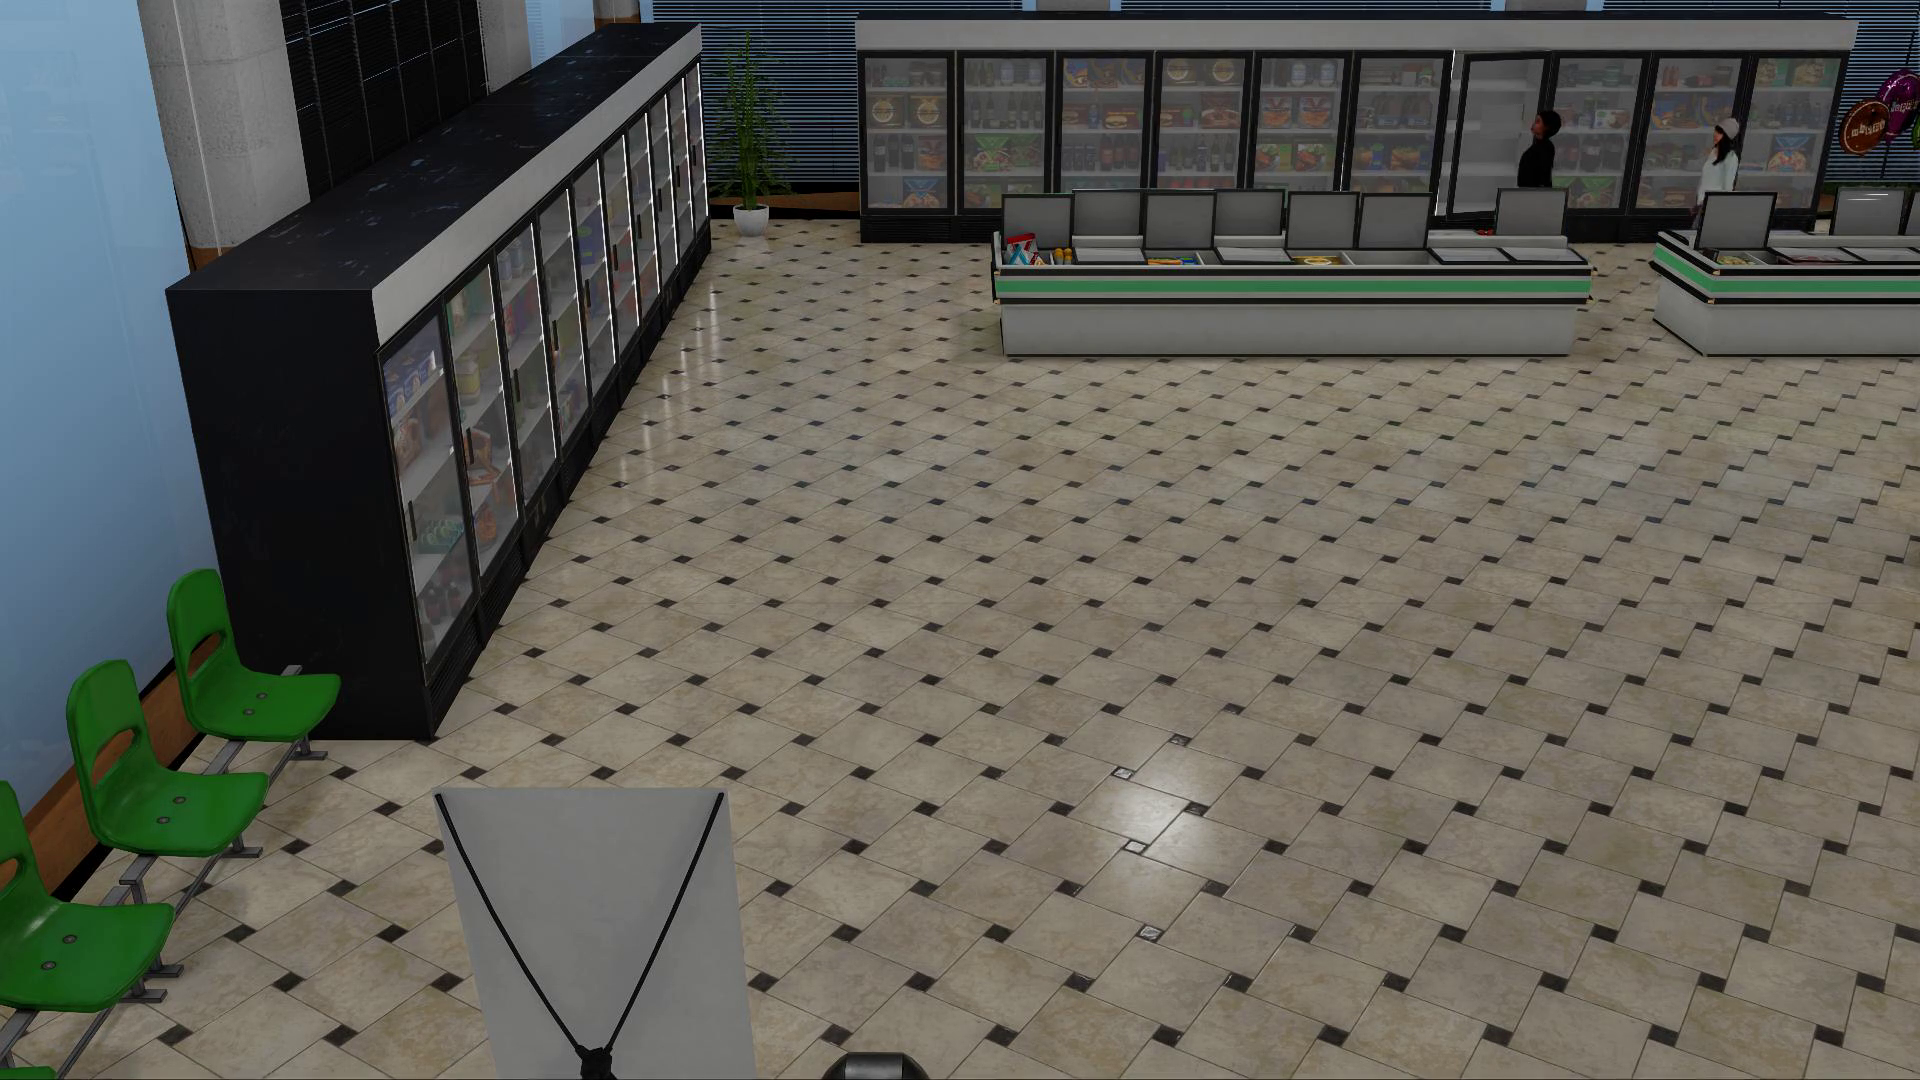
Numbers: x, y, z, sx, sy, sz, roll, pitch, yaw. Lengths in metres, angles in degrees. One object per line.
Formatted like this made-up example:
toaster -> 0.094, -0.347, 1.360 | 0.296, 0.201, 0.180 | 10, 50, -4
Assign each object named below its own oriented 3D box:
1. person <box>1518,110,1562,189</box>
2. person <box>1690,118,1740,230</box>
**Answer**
person -> 5.548, -3.226, 15.847 | 0.994, 1.675, 0.656 | 3, 24, 7
person -> 7.209, -3.169, 15.785 | 1.015, 1.621, 0.566 | 0, 24, 0
